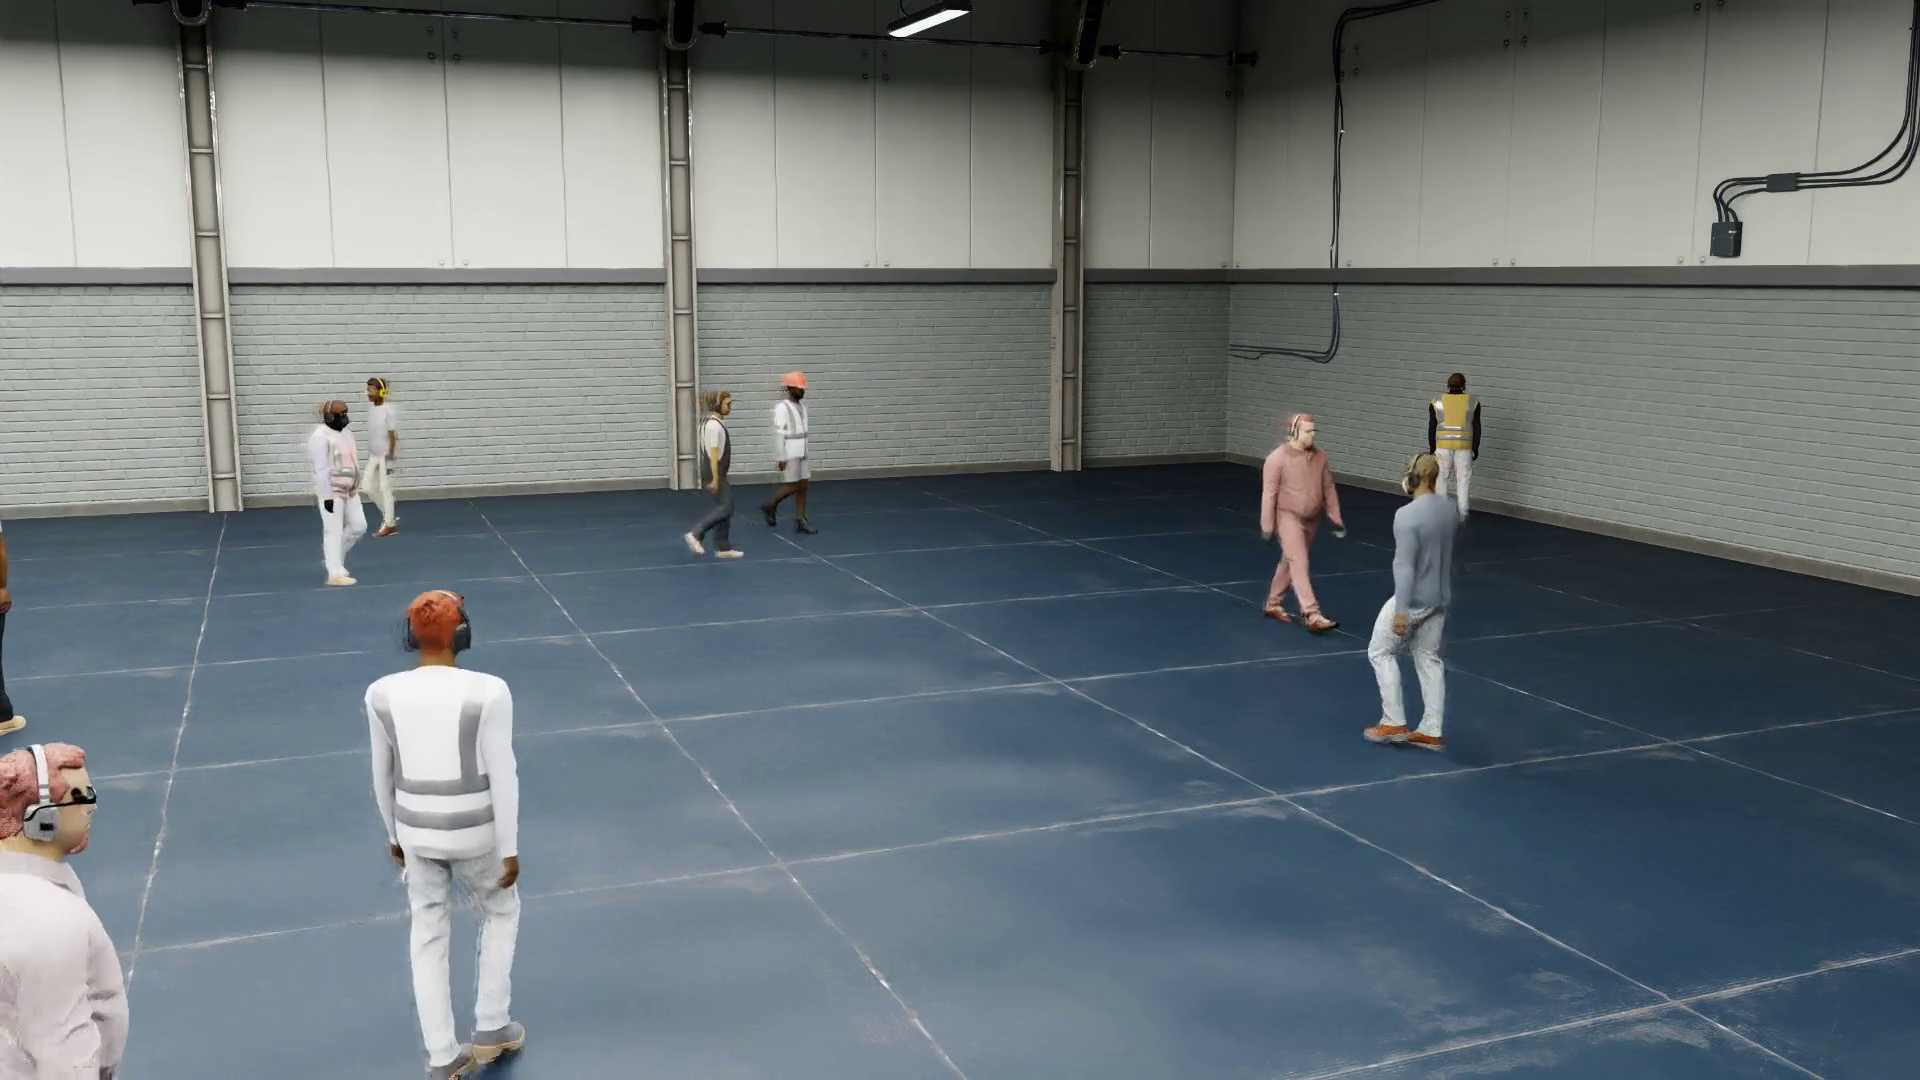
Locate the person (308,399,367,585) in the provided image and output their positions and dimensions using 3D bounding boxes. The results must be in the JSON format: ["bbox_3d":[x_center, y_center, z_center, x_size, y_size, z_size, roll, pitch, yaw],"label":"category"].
[{"bbox_3d":[-6.084,-0.459,16.262,0.432,1.832,0.626,2,9,12],"label":"person"}]

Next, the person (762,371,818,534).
[{"bbox_3d":[-1.984,-1.025,19.526,0.647,1.922,0.559,5,10,29],"label":"person"}]

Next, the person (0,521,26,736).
[{"bbox_3d":[-6.565,0.283,10.937,0.674,2.000,0.535,-1,9,-3],"label":"person"}]

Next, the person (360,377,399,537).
[{"bbox_3d":[-6.743,-0.959,19.289,0.525,1.857,0.389,7,11,36],"label":"person"}]

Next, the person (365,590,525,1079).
[{"bbox_3d":[-1.903,1.106,6.296,0.592,1.863,0.632,1,9,6],"label":"person"}]

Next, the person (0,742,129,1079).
[{"bbox_3d":[-2.368,1.449,4.142,0.650,1.883,0.651,8,12,41],"label":"person"}]

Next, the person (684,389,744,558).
[{"bbox_3d":[-2.614,-0.687,17.708,0.532,1.833,0.510,-1,9,-9],"label":"person"}]

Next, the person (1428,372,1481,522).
[{"bbox_3d":[6.093,-1.142,20.516,0.626,1.844,0.429,3,9,16],"label":"person"}]

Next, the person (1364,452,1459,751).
[{"bbox_3d":[2.874,0.387,10.679,0.654,1.911,0.649,-8,12,-42],"label":"person"}]

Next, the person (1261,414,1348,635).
[{"bbox_3d":[2.930,-0.146,14.226,0.661,1.855,1.018,-6,11,-34],"label":"person"}]
